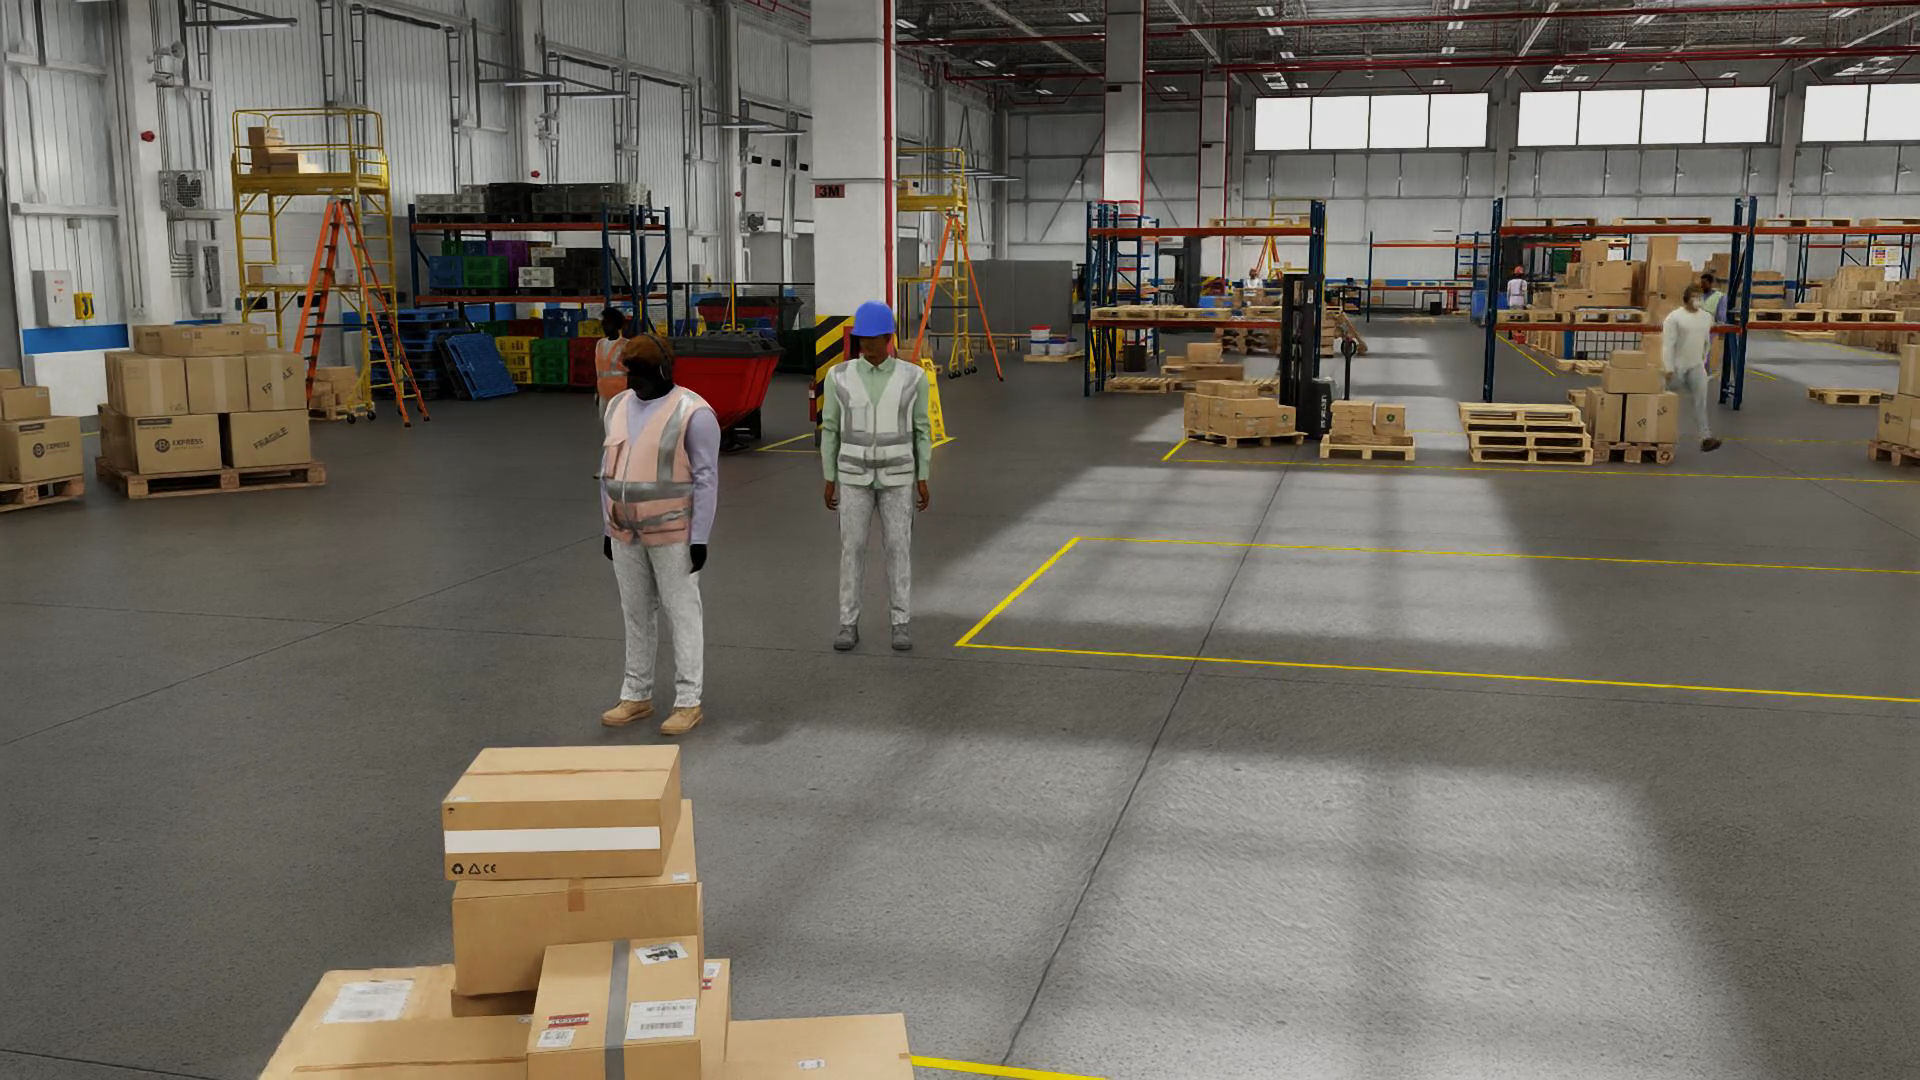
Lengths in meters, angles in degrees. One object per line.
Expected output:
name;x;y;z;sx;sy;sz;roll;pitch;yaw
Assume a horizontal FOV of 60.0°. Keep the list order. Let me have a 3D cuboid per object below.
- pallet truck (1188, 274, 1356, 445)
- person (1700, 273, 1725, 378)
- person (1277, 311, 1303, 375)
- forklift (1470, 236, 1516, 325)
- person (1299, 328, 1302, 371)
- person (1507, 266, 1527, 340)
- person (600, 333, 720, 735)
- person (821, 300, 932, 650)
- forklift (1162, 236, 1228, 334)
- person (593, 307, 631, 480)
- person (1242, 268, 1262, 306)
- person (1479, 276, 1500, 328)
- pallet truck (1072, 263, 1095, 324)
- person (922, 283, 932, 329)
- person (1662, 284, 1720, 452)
pallet truck;3.653;-2.138;19.590;1.885;1.965;0.823;-4;10;-20
person;12.866;-3.658;28.826;0.595;1.896;0.615;-6;11;-30
person;6.280;-3.974;30.999;0.974;1.788;0.535;-6;11;-32
forklift;17.136;-8.126;52.249;1.873;2.768;1.129;1;10;7
person;6.721;-4.110;32.015;0.489;1.722;0.403;-3;10;-18
person;14.785;-6.277;44.122;0.548;1.942;0.348;9;13;42
person;-1.405;-0.029;7.645;0.624;1.840;0.429;5;11;27
person;-0.462;-0.349;9.208;0.608;1.943;0.402;0;10;0
forklift;6.533;-7.204;46.819;1.873;2.768;1.129;-1;10;-6
person;-3.371;-1.419;16.232;0.535;1.699;0.318;7;12;35
person;8.734;-7.182;49.663;0.591;1.868;0.563;2;10;13
person;16.493;-7.473;51.257;0.952;1.901;0.648;0;10;0
pallet truck;4.325;-8.180;55.162;0.823;1.965;1.885;6;11;31
person;-0.882;-7.348;50.476;0.544;1.929;0.386;-6;12;-33
person;8.234;-1.949;18.853;0.650;1.879;1.019;-2;10;-12
